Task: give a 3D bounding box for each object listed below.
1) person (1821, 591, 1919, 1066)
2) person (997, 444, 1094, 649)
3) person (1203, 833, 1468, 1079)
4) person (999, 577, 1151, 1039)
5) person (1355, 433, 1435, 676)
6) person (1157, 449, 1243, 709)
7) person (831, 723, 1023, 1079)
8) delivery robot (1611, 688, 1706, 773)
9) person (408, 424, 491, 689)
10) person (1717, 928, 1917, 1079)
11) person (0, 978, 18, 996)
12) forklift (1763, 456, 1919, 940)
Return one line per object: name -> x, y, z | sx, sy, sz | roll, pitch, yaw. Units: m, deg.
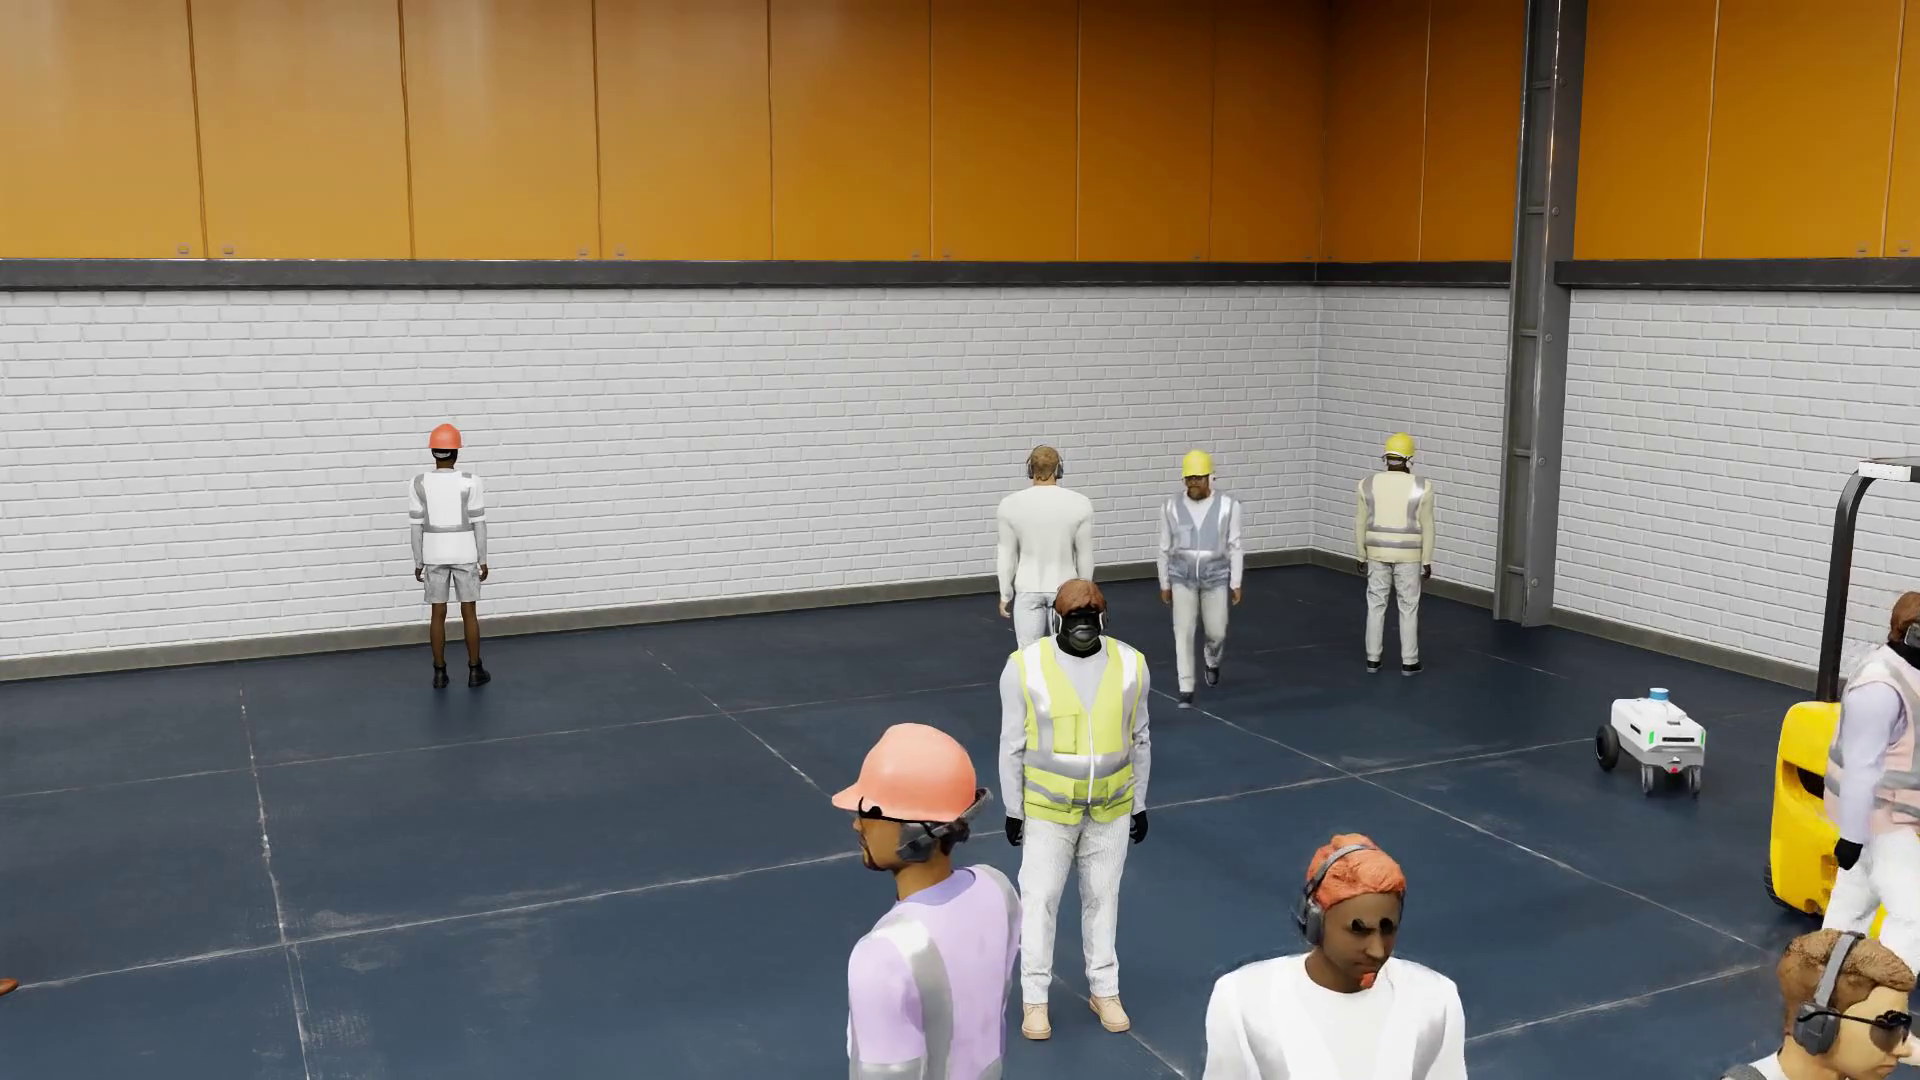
person -> 3.679, 1.096, 6.460 | 0.636, 1.815, 0.627 | 7, 11, 36
person -> 0.549, 0.352, 10.725 | 0.627, 1.933, 0.373 | 0, 9, 3
person -> 0.831, 1.555, 3.527 | 0.590, 1.842, 0.944 | -1, 9, -7
person -> 0.467, 1.058, 6.624 | 0.626, 1.844, 0.429 | -2, 9, -11
person -> 3.280, 0.106, 12.553 | 0.592, 1.833, 0.404 | 5, 10, 27
person -> 1.682, 0.254, 11.695 | 0.605, 1.813, 0.568 | 2, 9, 12
person -> -0.096, 1.413, 3.781 | 0.365, 2.045, 0.615 | 5, 10, 27
delivery robot -> 4.139, 1.124, 9.875 | 0.477, 0.478, 0.707 | 0, 8, 4
person -> -3.717, 0.121, 12.136 | 0.543, 1.939, 0.360 | -1, 9, -7
person -> 1.571, 1.611, 3.335 | 0.527, 1.802, 0.972 | -4, 10, -23
person -> -4.279, 0.984, 6.864 | 0.643, 1.913, 0.411 | 4, 10, 23
forklift -> 4.857, 0.731, 7.561 | 2.313, 2.155, 1.214 | -4, 10, -25
